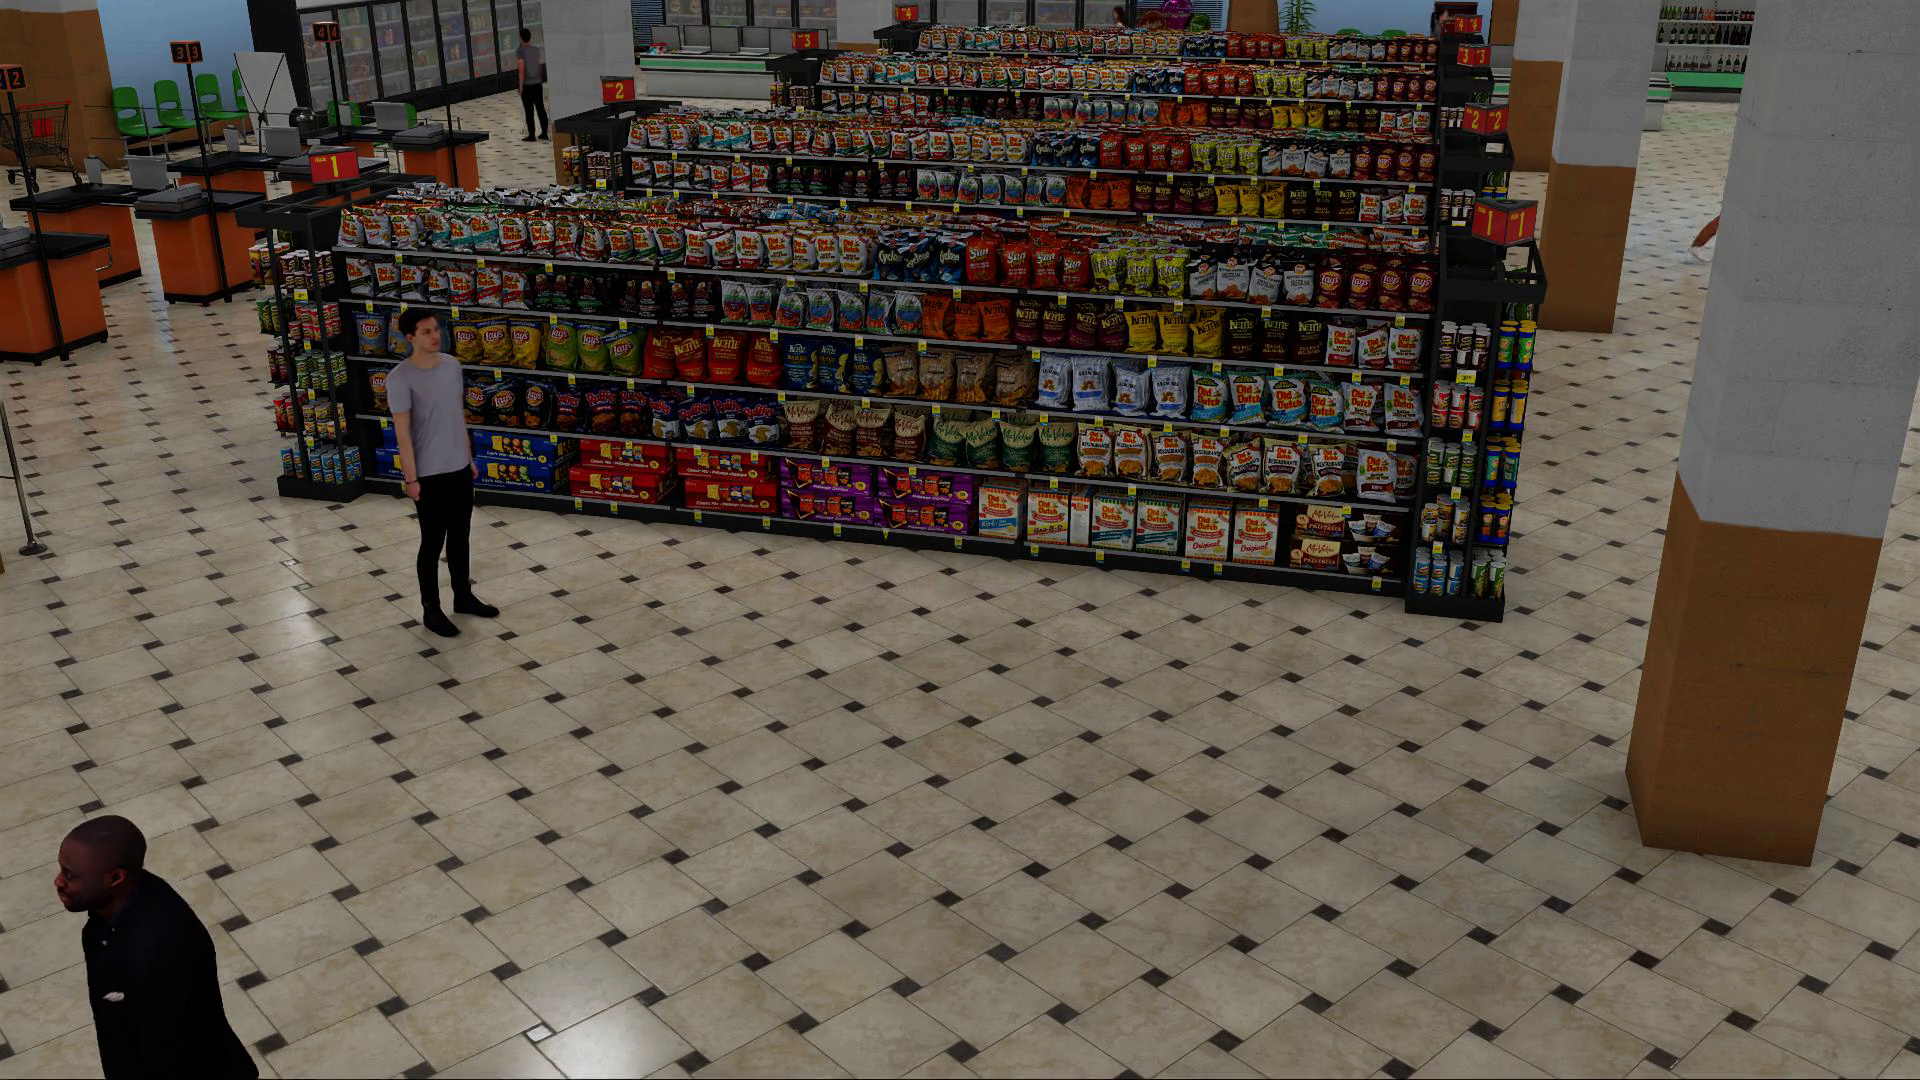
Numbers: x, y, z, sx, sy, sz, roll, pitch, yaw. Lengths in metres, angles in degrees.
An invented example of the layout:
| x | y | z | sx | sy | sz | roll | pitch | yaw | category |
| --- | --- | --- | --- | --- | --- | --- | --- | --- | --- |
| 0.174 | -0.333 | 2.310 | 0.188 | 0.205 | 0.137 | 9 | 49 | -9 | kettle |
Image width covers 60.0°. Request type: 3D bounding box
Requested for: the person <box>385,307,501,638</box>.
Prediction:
| x | y | z | sx | sy | sz | roll | pitch | yaw | category |
| --- | --- | --- | --- | --- | --- | --- | --- | --- | --- |
| -2.942 | -0.403 | 9.370 | 0.636 | 1.865 | 0.713 | 12 | 25 | 27 | person |

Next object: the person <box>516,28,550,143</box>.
| x | y | z | sx | sy | sz | roll | pitch | yaw | category |
| --- | --- | --- | --- | --- | --- | --- | --- | --- | --- |
| -6.890 | -7.306 | 26.699 | 0.653 | 1.754 | 0.690 | 15 | 26 | 33 | person |

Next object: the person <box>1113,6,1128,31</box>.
| x | y | z | sx | sy | sz | roll | pitch | yaw | category |
| --- | --- | --- | --- | --- | --- | --- | --- | --- | --- |
| 3.140 | -9.357 | 31.925 | 1.047 | 1.663 | 0.684 | 9 | 24 | 21 | person |

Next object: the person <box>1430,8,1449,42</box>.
| x | y | z | sx | sy | sz | roll | pitch | yaw | category |
| --- | --- | --- | --- | --- | --- | --- | --- | --- | --- |
| 8.964 | -9.246 | 31.666 | 0.907 | 1.650 | 0.625 | 5 | 22 | 12 | person |

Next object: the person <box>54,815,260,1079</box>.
| x | y | z | sx | sy | sz | roll | pitch | yaw | category |
| --- | --- | --- | --- | --- | --- | --- | --- | --- | --- |
| -2.082 | 1.531 | 4.638 | 0.897 | 1.805 | 0.796 | -20 | 29 | -41 | person |
